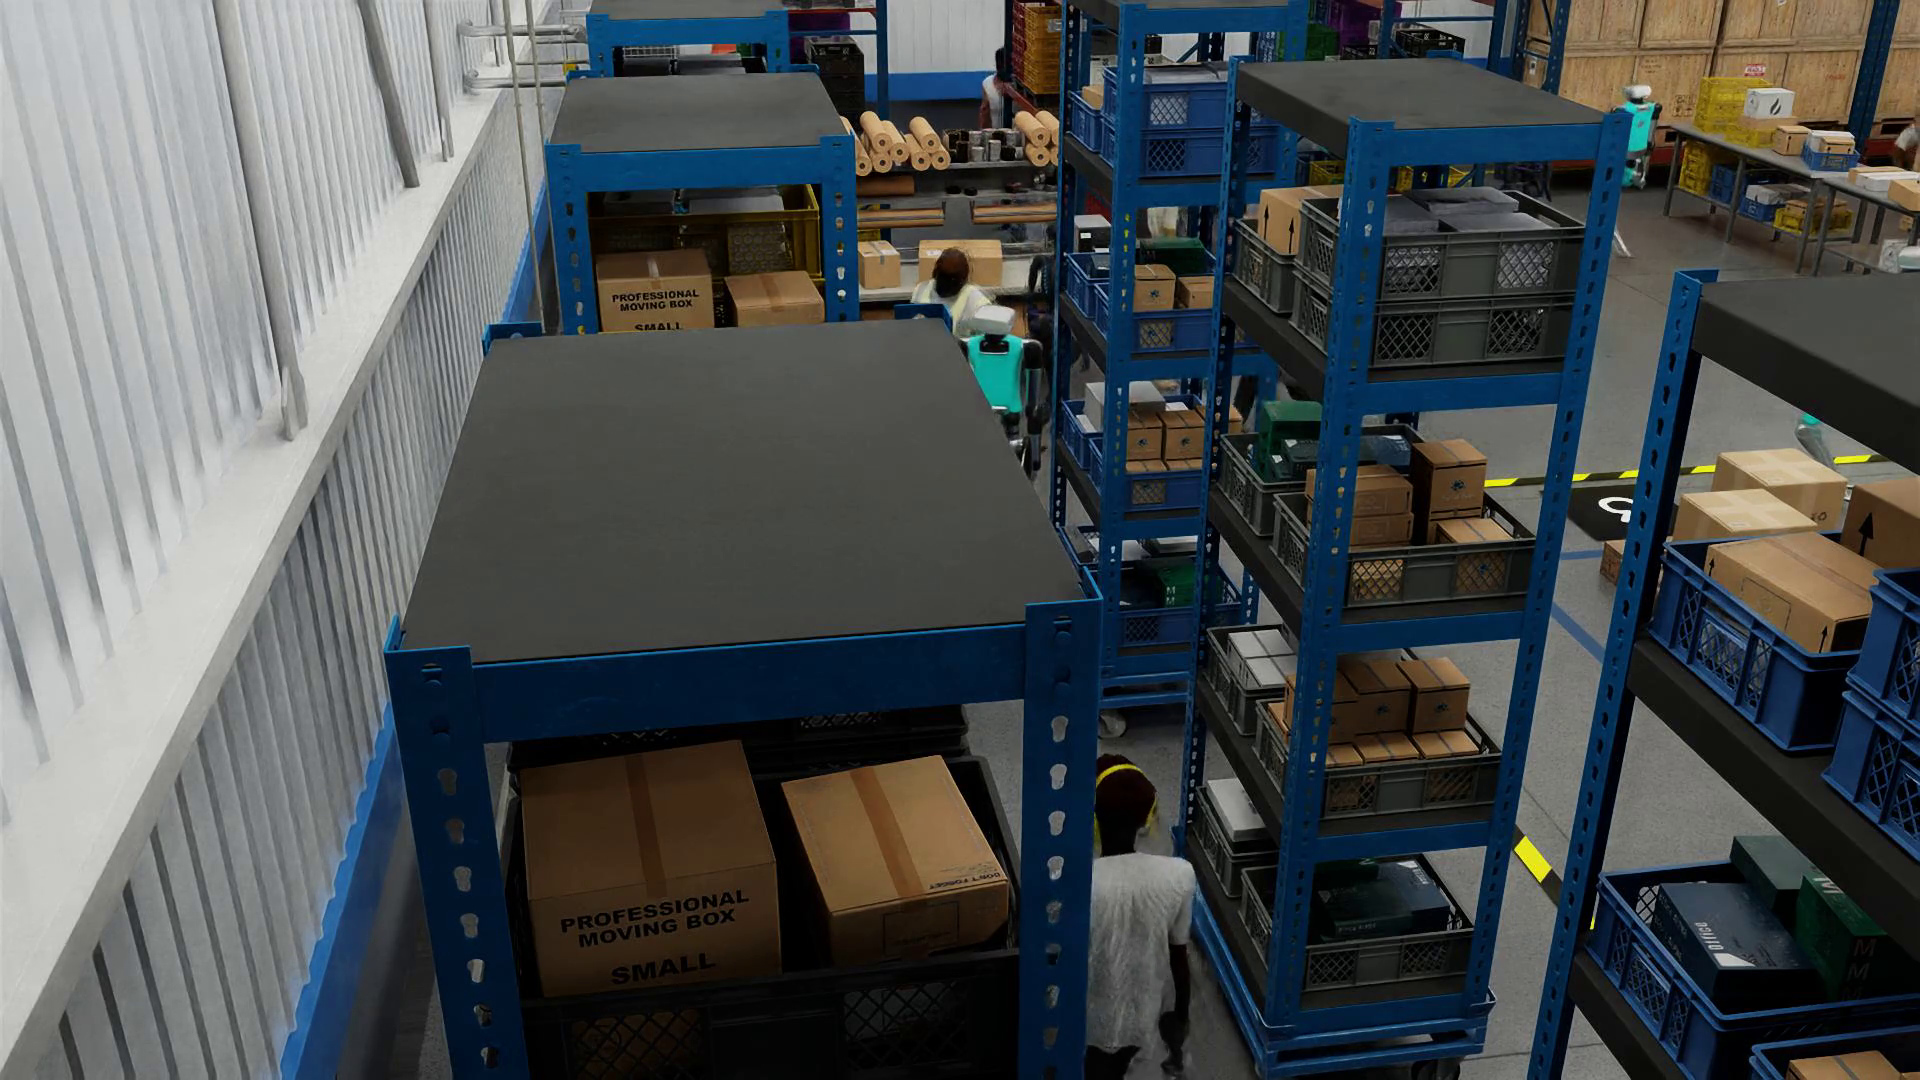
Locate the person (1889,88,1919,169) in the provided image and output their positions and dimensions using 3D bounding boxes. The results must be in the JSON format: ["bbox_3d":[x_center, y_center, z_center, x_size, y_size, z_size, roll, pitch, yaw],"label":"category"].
[{"bbox_3d":[10.489,-4.552,18.215,0.618,1.917,0.579,1,25,2],"label":"person"}]

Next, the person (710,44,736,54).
[{"bbox_3d":[-2.416,-4.242,17.401,0.607,2.044,0.367,7,26,14],"label":"person"}]

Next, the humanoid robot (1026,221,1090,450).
[{"bbox_3d":[0.679,-1.459,11.835,0.587,1.628,0.779,20,32,37],"label":"humanoid robot"}]

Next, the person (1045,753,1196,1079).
[{"bbox_3d":[0.466,1.515,5.140,0.531,1.827,0.956,-7,26,-15],"label":"person"}]

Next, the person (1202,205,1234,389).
[{"bbox_3d":[2.099,-1.989,12.882,0.633,1.722,0.533,-14,28,-28],"label":"person"}]

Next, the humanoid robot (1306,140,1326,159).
[{"bbox_3d":[4.289,-4.979,19.203,0.735,1.677,0.533,0,25,0],"label":"humanoid robot"}]

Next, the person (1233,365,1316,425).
[{"bbox_3d":[2.164,-1.341,11.393,1.067,1.776,0.608,-5,25,-12],"label":"person"}]

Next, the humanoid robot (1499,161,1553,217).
[{"bbox_3d":[5.473,-3.509,16.241,0.610,1.634,0.475,-9,26,-19],"label":"humanoid robot"}]

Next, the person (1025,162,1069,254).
[{"bbox_3d":[0.718,-2.582,14.186,0.632,1.712,0.561,-4,25,-8],"label":"person"}]

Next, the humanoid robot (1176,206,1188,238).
[{"bbox_3d":[2.323,-3.709,16.680,0.560,1.842,0.879,-14,28,-27],"label":"humanoid robot"}]

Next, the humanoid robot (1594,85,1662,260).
[{"bbox_3d":[6.504,-3.686,16.600,0.555,1.755,1.046,-7,26,-15],"label":"humanoid robot"}]

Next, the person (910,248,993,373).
[{"bbox_3d":[-0.053,-1.041,10.751,0.632,1.781,0.966,21,32,38],"label":"person"}]

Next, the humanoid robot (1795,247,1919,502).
[{"bbox_3d":[5.774,-1.101,10.777,0.735,1.675,0.533,14,28,28],"label":"humanoid robot"}]

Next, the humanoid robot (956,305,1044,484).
[{"bbox_3d":[0.173,-0.329,9.393,0.543,1.902,0.710,4,25,9],"label":"humanoid robot"}]

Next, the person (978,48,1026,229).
[{"bbox_3d":[0.446,-4.253,17.622,0.634,1.858,0.936,17,30,32],"label":"person"}]

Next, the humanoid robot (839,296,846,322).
[{"bbox_3d":[-0.916,-1.016,10.841,0.609,1.636,0.420,-16,29,-31],"label":"humanoid robot"}]

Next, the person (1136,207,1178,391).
[{"bbox_3d":[1.547,-2.091,13.019,0.329,1.810,0.690,-16,29,-31],"label":"person"}]
